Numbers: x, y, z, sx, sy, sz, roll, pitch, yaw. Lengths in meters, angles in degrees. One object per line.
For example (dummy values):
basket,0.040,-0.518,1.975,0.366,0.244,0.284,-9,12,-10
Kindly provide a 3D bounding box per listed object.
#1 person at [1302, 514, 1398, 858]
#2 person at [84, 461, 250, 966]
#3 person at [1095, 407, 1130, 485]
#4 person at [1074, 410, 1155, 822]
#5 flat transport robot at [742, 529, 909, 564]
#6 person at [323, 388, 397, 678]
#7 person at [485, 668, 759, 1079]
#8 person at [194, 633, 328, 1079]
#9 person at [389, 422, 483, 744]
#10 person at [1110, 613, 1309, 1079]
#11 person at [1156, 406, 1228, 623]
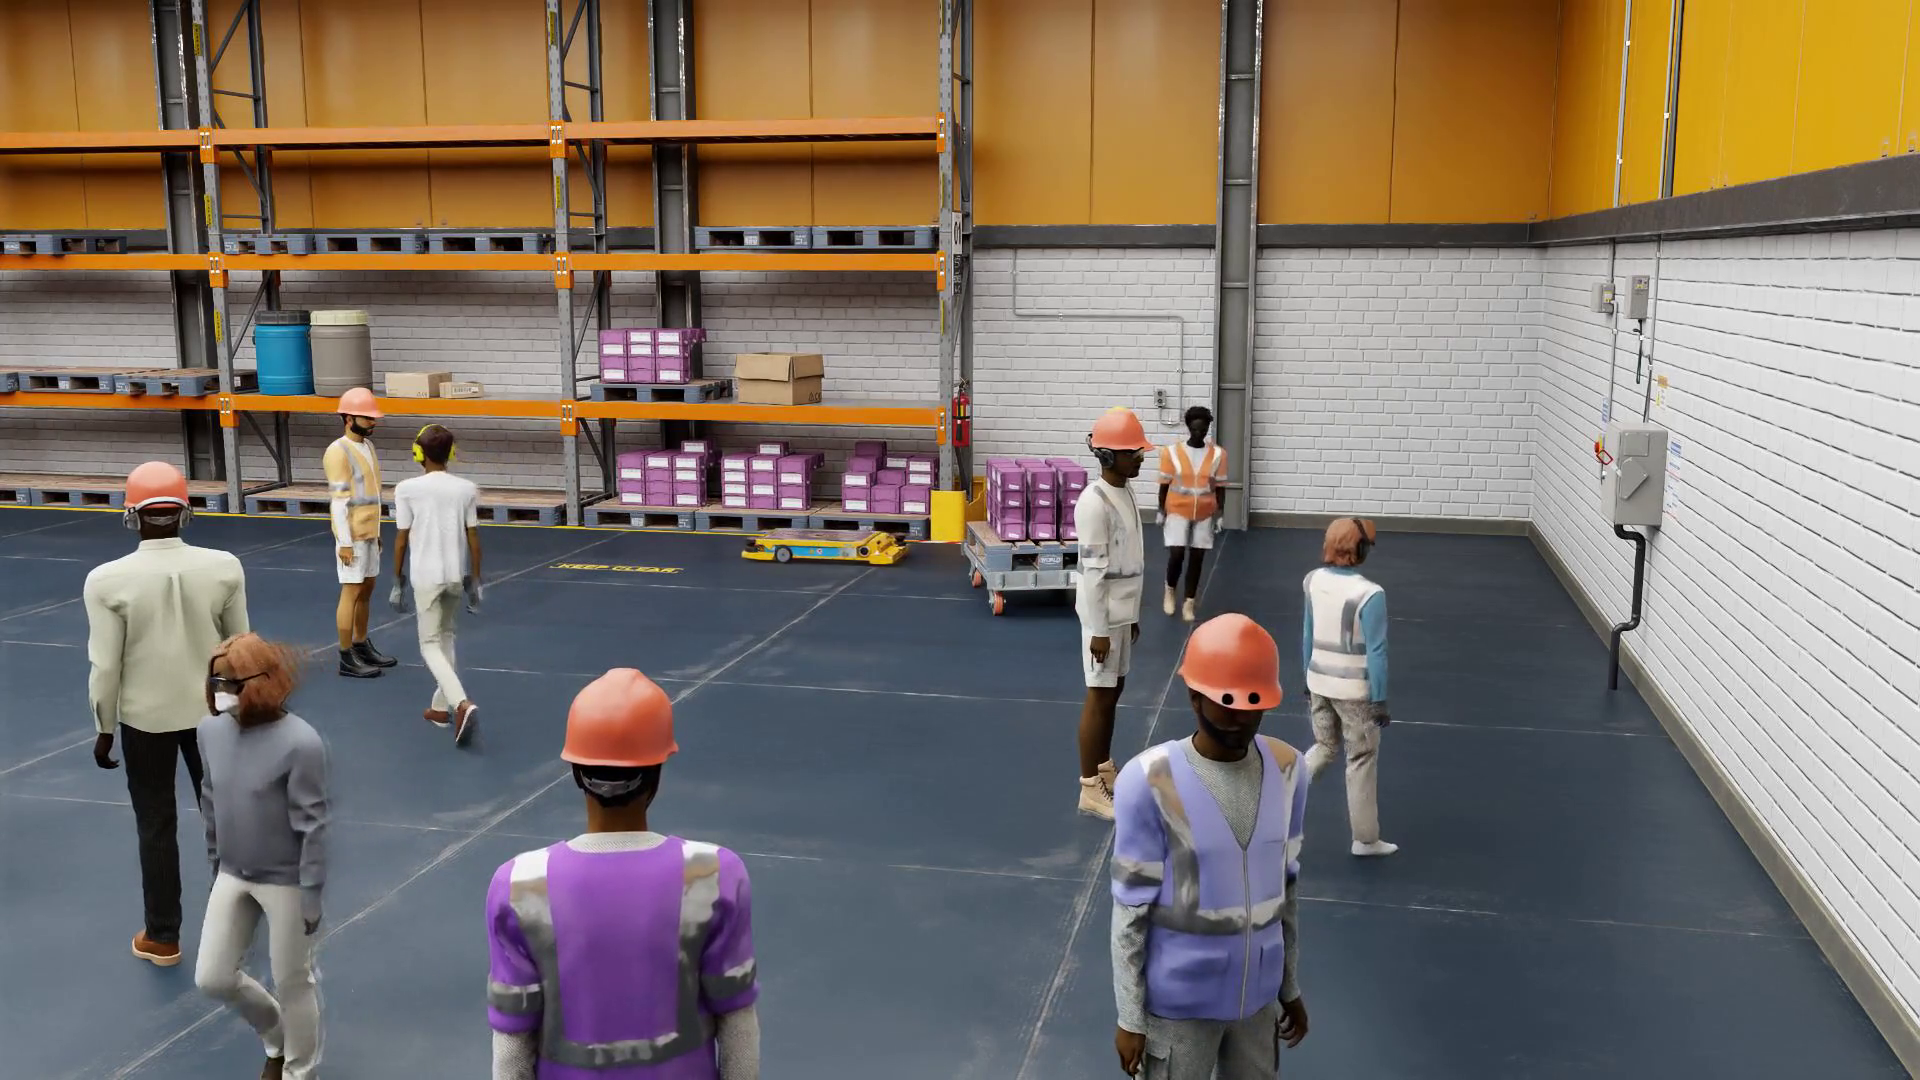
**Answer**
person,1.751,0.691,7.644,0.553,1.630,0.531,-5,11,-27
person,-3.122,0.681,6.606,0.625,1.992,0.386,-9,13,-43
person,1.101,-0.088,11.927,0.312,1.738,0.483,1,10,7
person,0.776,0.369,8.317,0.378,2.044,0.608,3,10,19
flat transport robot,-1.246,0.048,15.452,1.431,0.197,0.652,2,10,11
person,-3.998,-0.054,11.138,0.377,1.932,0.552,1,10,3
person,-0.704,1.227,3.548,0.552,1.933,0.373,-2,10,-10
person,-2.219,1.091,5.271,0.522,1.618,0.340,3,10,19
person,-3.008,0.243,9.660,0.516,1.846,0.814,-9,13,-43
person,0.644,1.125,4.156,0.552,1.932,0.377,-4,10,-24
person,1.775,-0.194,12.692,0.543,1.676,0.364,-1,10,-4
